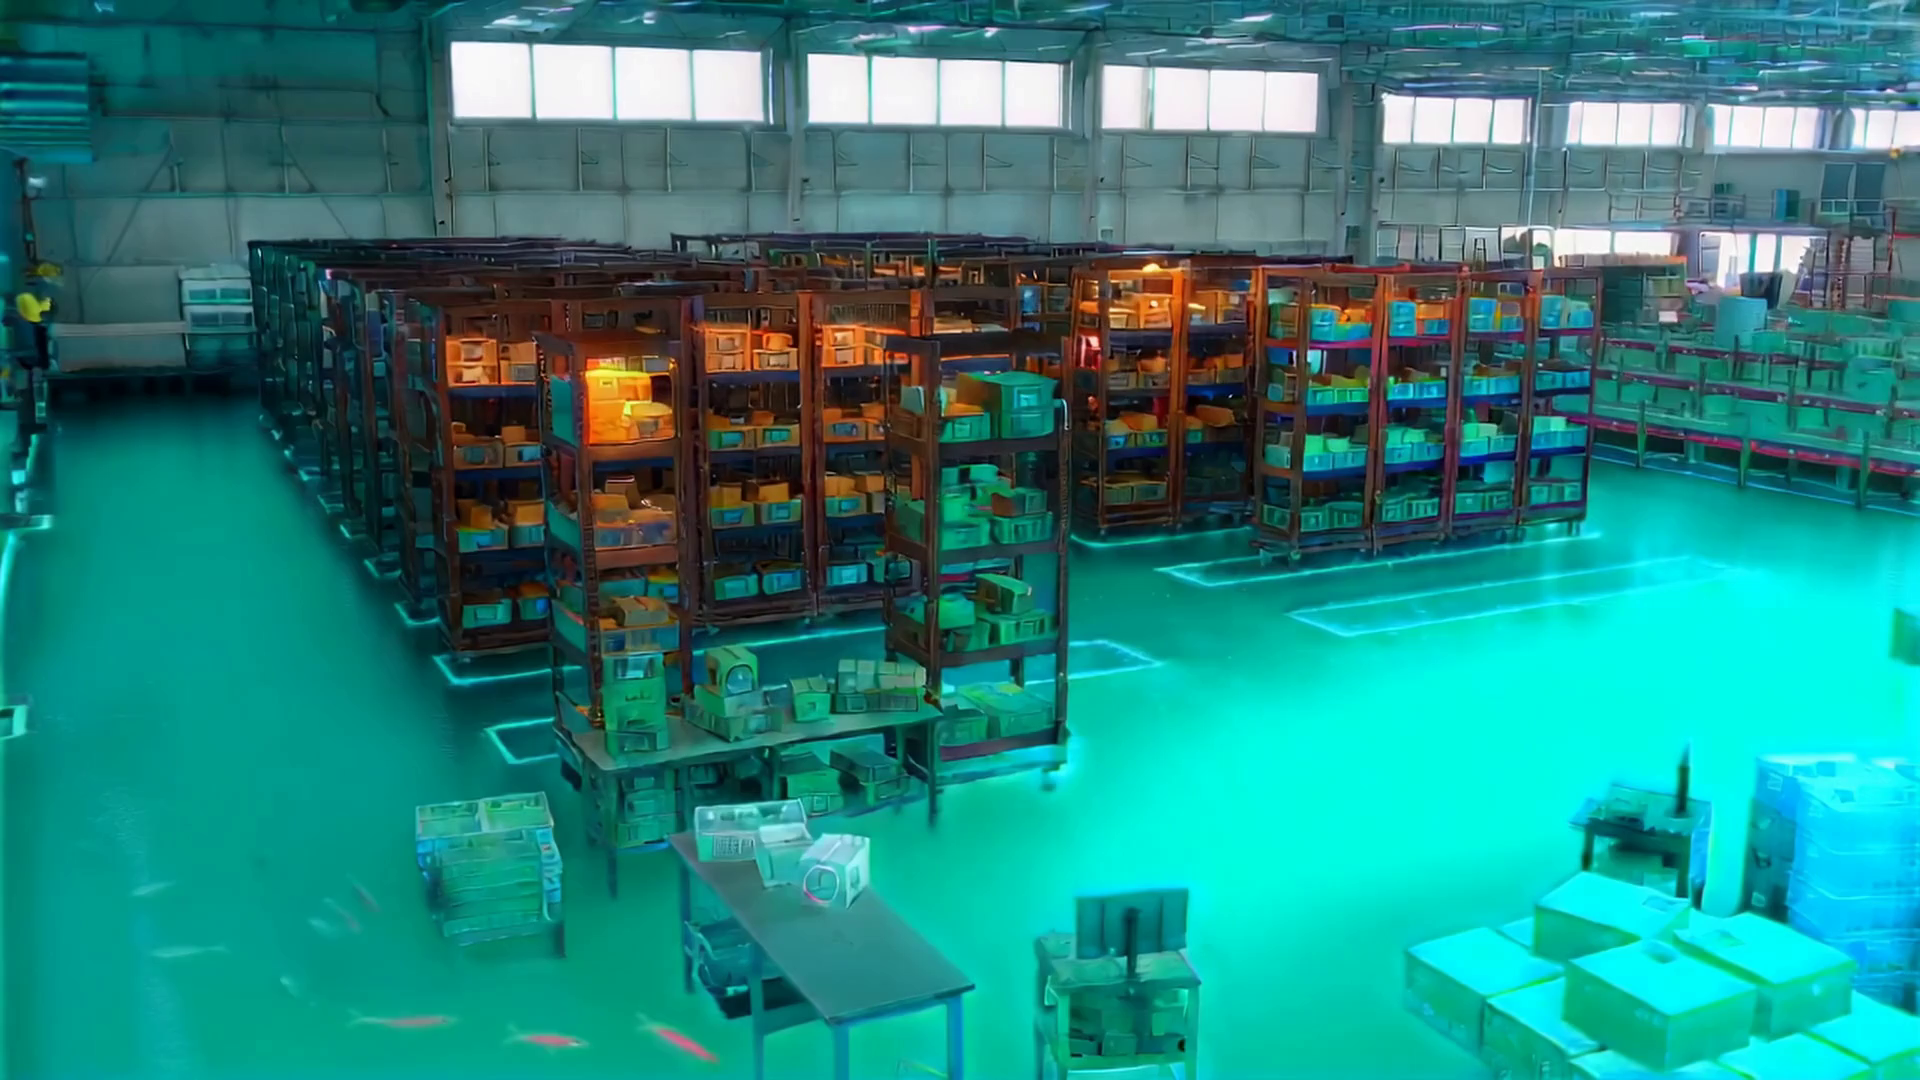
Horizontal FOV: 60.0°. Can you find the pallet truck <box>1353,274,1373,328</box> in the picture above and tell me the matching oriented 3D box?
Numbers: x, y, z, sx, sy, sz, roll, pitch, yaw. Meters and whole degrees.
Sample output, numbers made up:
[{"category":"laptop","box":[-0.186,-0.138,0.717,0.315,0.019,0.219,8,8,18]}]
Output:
[{"category":"pallet truck","box":[13.011,-8.050,55.243,0.823,1.965,1.885,-7,14,-28]}]

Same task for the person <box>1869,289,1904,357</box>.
[{"category":"person","box":[25.567,-5.938,45.632,0.577,1.877,1.016,-5,13,-21]}]

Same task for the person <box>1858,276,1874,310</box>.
[{"category":"person","box":[32.541,-8.862,59.743,0.510,1.686,0.917,-6,14,-27]}]

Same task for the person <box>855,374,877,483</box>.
[{"category":"person","box":[-1.327,-1.832,26.092,0.690,2.026,0.619,5,13,21]}]
